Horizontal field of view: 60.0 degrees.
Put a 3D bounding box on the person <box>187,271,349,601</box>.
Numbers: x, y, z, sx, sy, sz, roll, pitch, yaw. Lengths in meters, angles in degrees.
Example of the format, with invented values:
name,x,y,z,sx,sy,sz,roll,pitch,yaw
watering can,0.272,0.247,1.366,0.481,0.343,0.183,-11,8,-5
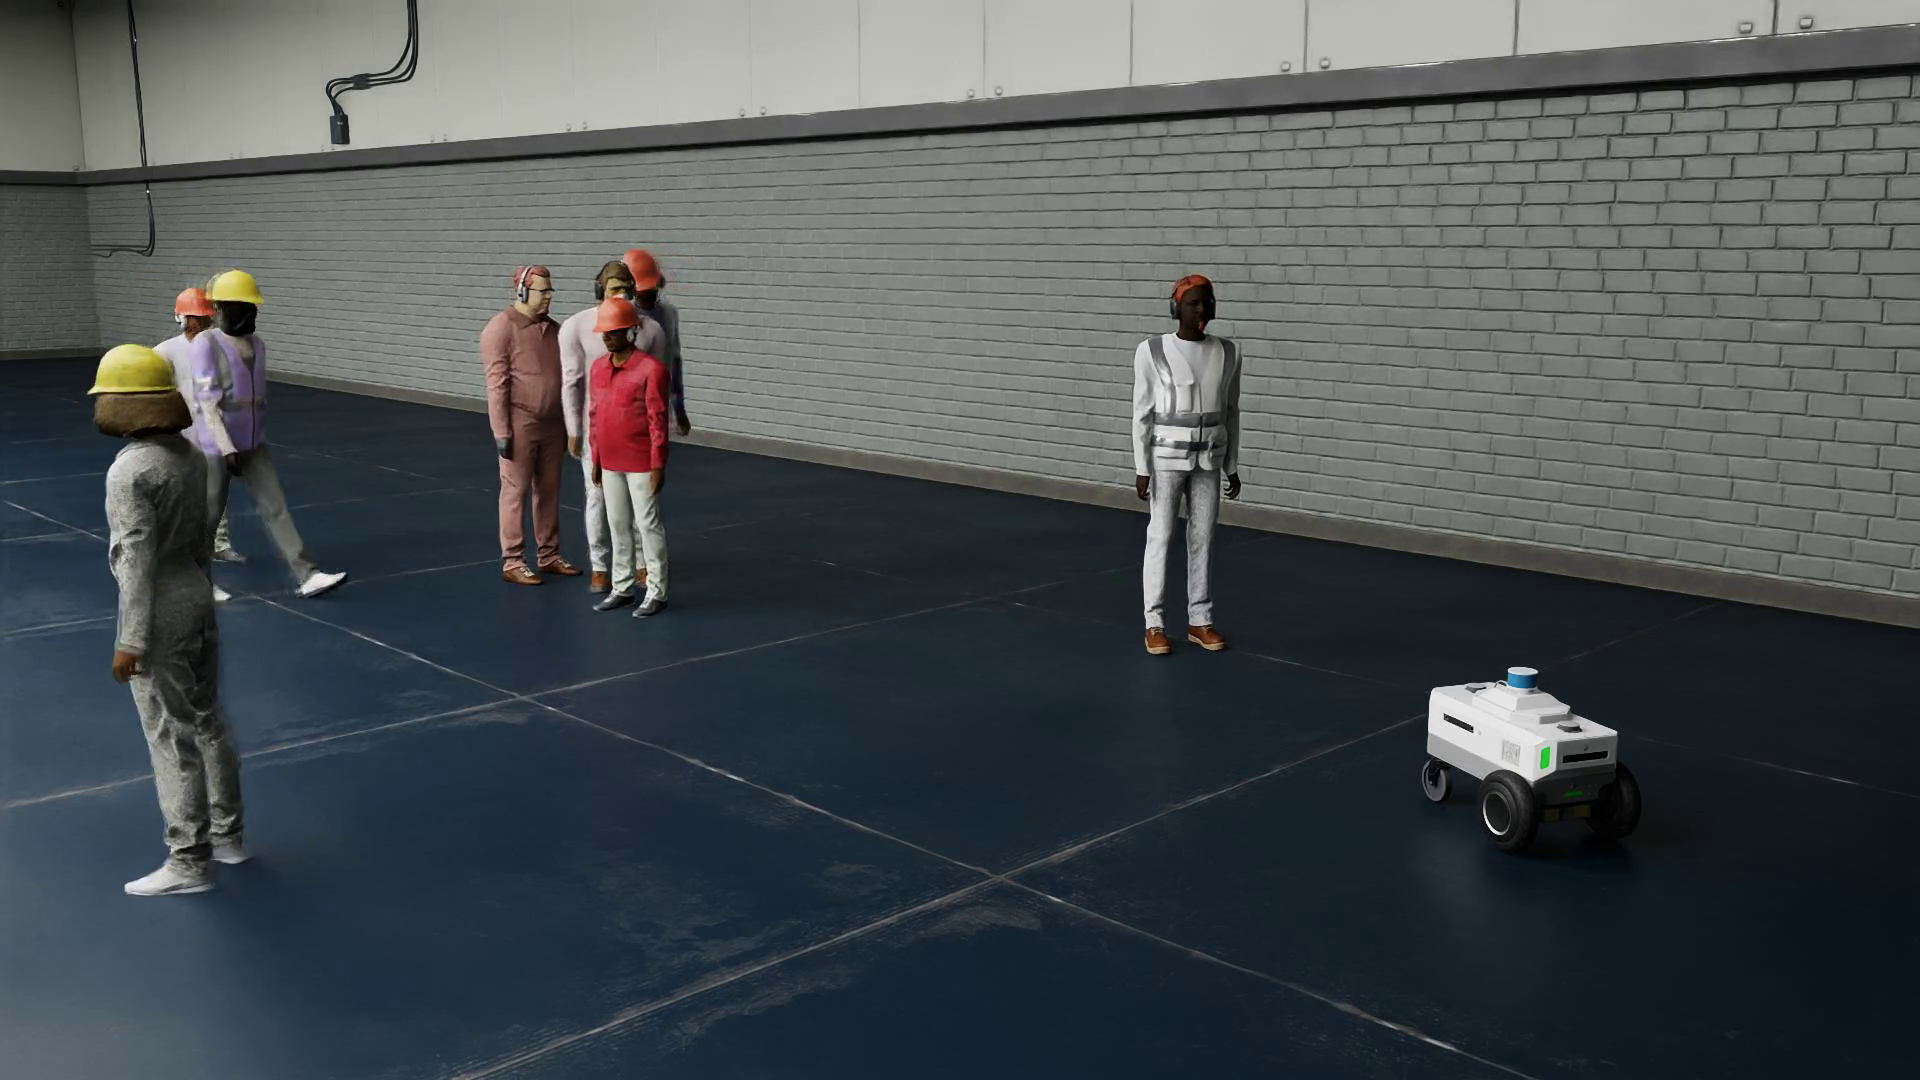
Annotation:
name,x,y,z,sx,sy,sz,roll,pitch,yaw
person,-4.010,-0.559,9.348,0.996,1.874,0.596,3,11,18

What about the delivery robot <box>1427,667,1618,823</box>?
name,x,y,z,sx,sy,sz,roll,pitch,yaw
delivery robot,1.971,0.692,5.869,0.477,0.478,0.707,-4,11,-18

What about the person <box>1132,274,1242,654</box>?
name,x,y,z,sx,sy,sz,roll,pitch,yaw
person,1.136,-0.373,8.304,0.574,1.885,0.355,-3,11,-16

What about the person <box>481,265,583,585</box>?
name,x,y,z,sx,sy,sz,roll,pitch,yaw
person,-2.549,-0.685,9.974,0.399,1.900,0.643,6,12,28

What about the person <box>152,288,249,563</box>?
name,x,y,z,sx,sy,sz,roll,pitch,yaw
person,-4.729,-0.691,10.393,0.328,1.753,0.560,6,12,28

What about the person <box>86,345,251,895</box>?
name,x,y,z,sx,sy,sz,roll,pitch,yaw
person,-2.540,0.261,5.265,0.330,1.745,0.520,0,10,1

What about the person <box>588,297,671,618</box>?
name,x,y,z,sx,sy,sz,roll,pitch,yaw
person,-1.830,-0.448,9.097,0.570,1.743,0.351,7,12,33

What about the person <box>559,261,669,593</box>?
name,x,y,z,sx,sy,sz,roll,pitch,yaw
person,-1.999,-0.651,9.707,0.636,1.932,0.364,-5,12,-25

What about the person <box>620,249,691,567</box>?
name,x,y,z,sx,sy,sz,roll,pitch,yaw
person,-1.943,-0.773,10.191,0.505,1.994,0.665,5,11,23
